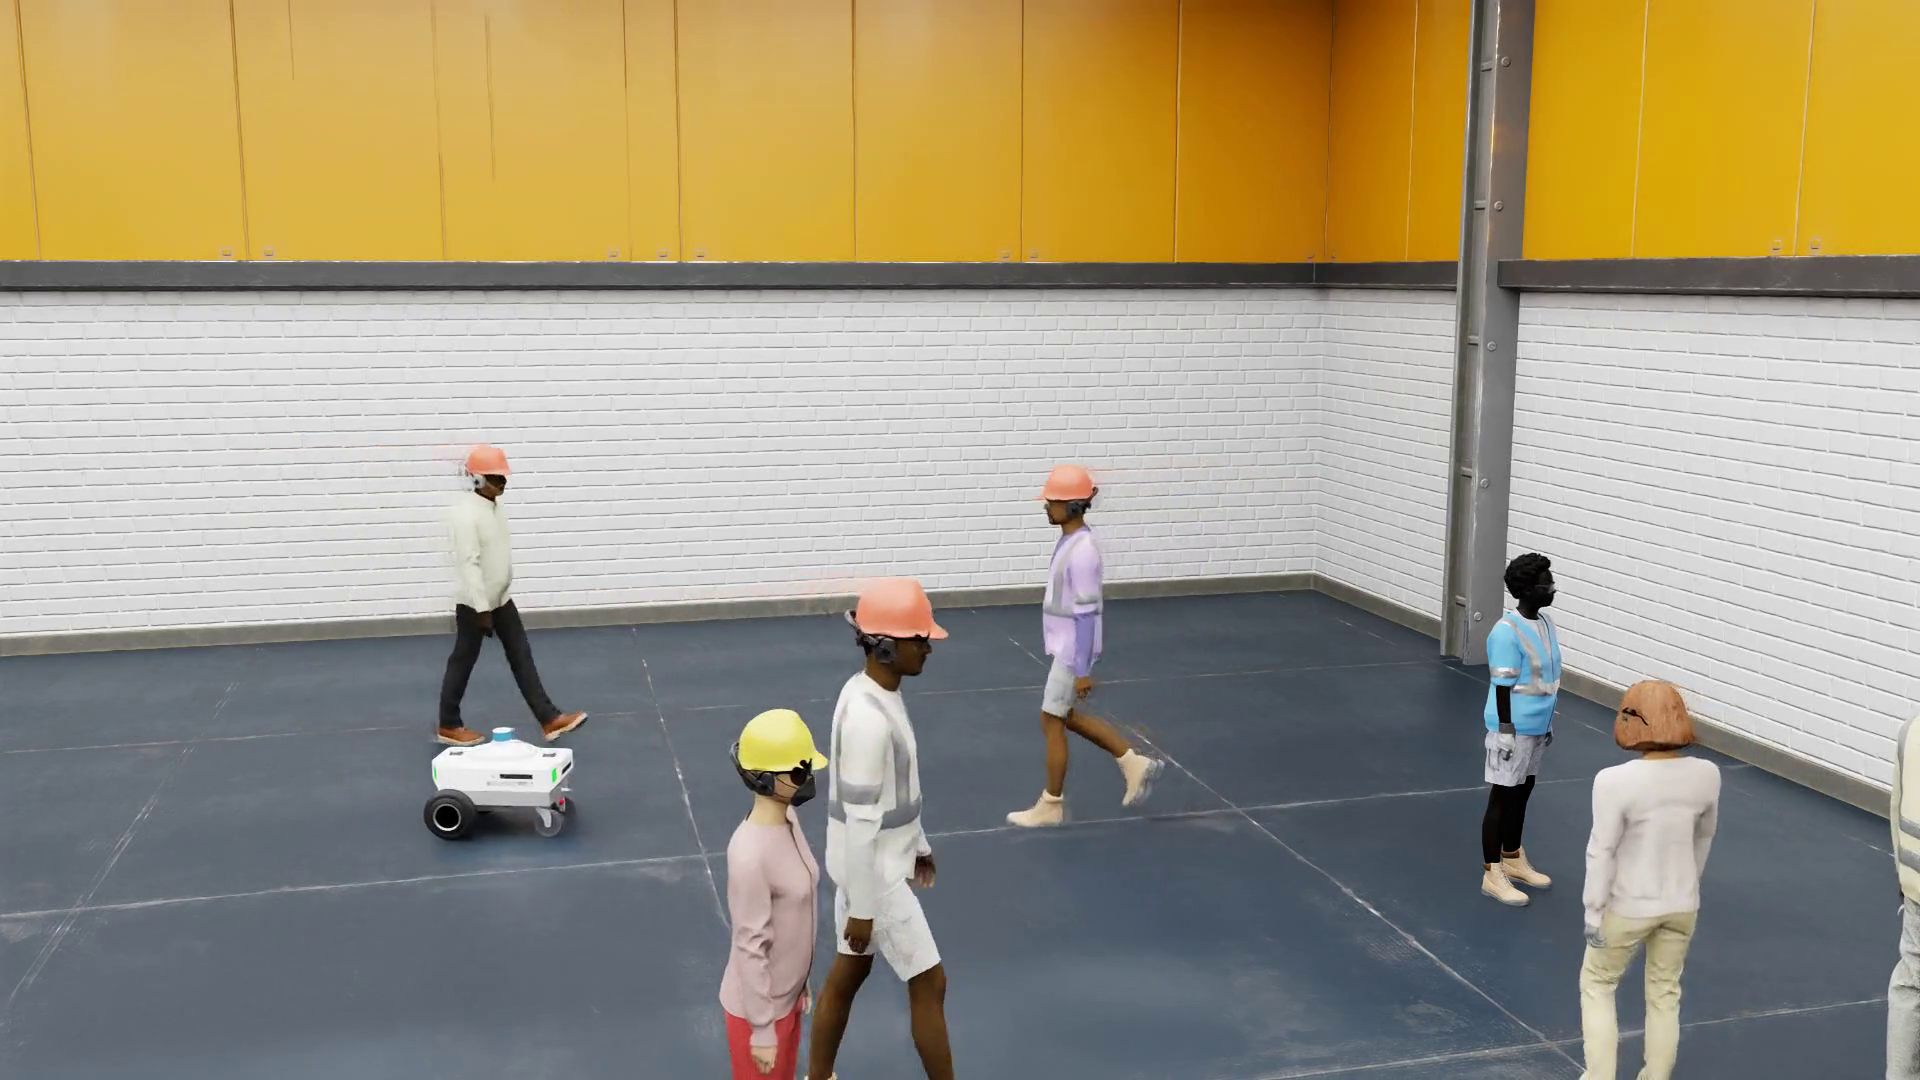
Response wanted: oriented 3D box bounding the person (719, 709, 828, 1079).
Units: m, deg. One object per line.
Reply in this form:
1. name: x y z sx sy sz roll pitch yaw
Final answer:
1. person: -0.542 1.366 4.950 0.319 1.769 0.523 1 9 6

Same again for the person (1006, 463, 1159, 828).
1. person: 0.668 0.583 9.035 0.759 2.028 0.619 0 9 2

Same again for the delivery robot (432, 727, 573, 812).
1. delivery robot: -2.483 1.265 9.056 0.707 0.478 0.477 0 9 3

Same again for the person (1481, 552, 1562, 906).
1. person: 2.727 0.899 8.071 0.318 1.700 0.535 8 12 40

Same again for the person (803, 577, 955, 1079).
1. person: -0.157 1.118 5.731 0.930 2.003 0.635 0 9 -3

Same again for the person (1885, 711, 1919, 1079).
1. person: 3.463 1.205 5.741 0.404 1.835 0.590 0 9 -3

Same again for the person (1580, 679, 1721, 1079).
1. person: 2.416 1.290 5.881 0.528 1.629 0.344 -2 9 -11

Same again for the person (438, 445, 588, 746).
1. person: -2.921 0.374 10.565 1.019 1.938 0.657 2 9 11
